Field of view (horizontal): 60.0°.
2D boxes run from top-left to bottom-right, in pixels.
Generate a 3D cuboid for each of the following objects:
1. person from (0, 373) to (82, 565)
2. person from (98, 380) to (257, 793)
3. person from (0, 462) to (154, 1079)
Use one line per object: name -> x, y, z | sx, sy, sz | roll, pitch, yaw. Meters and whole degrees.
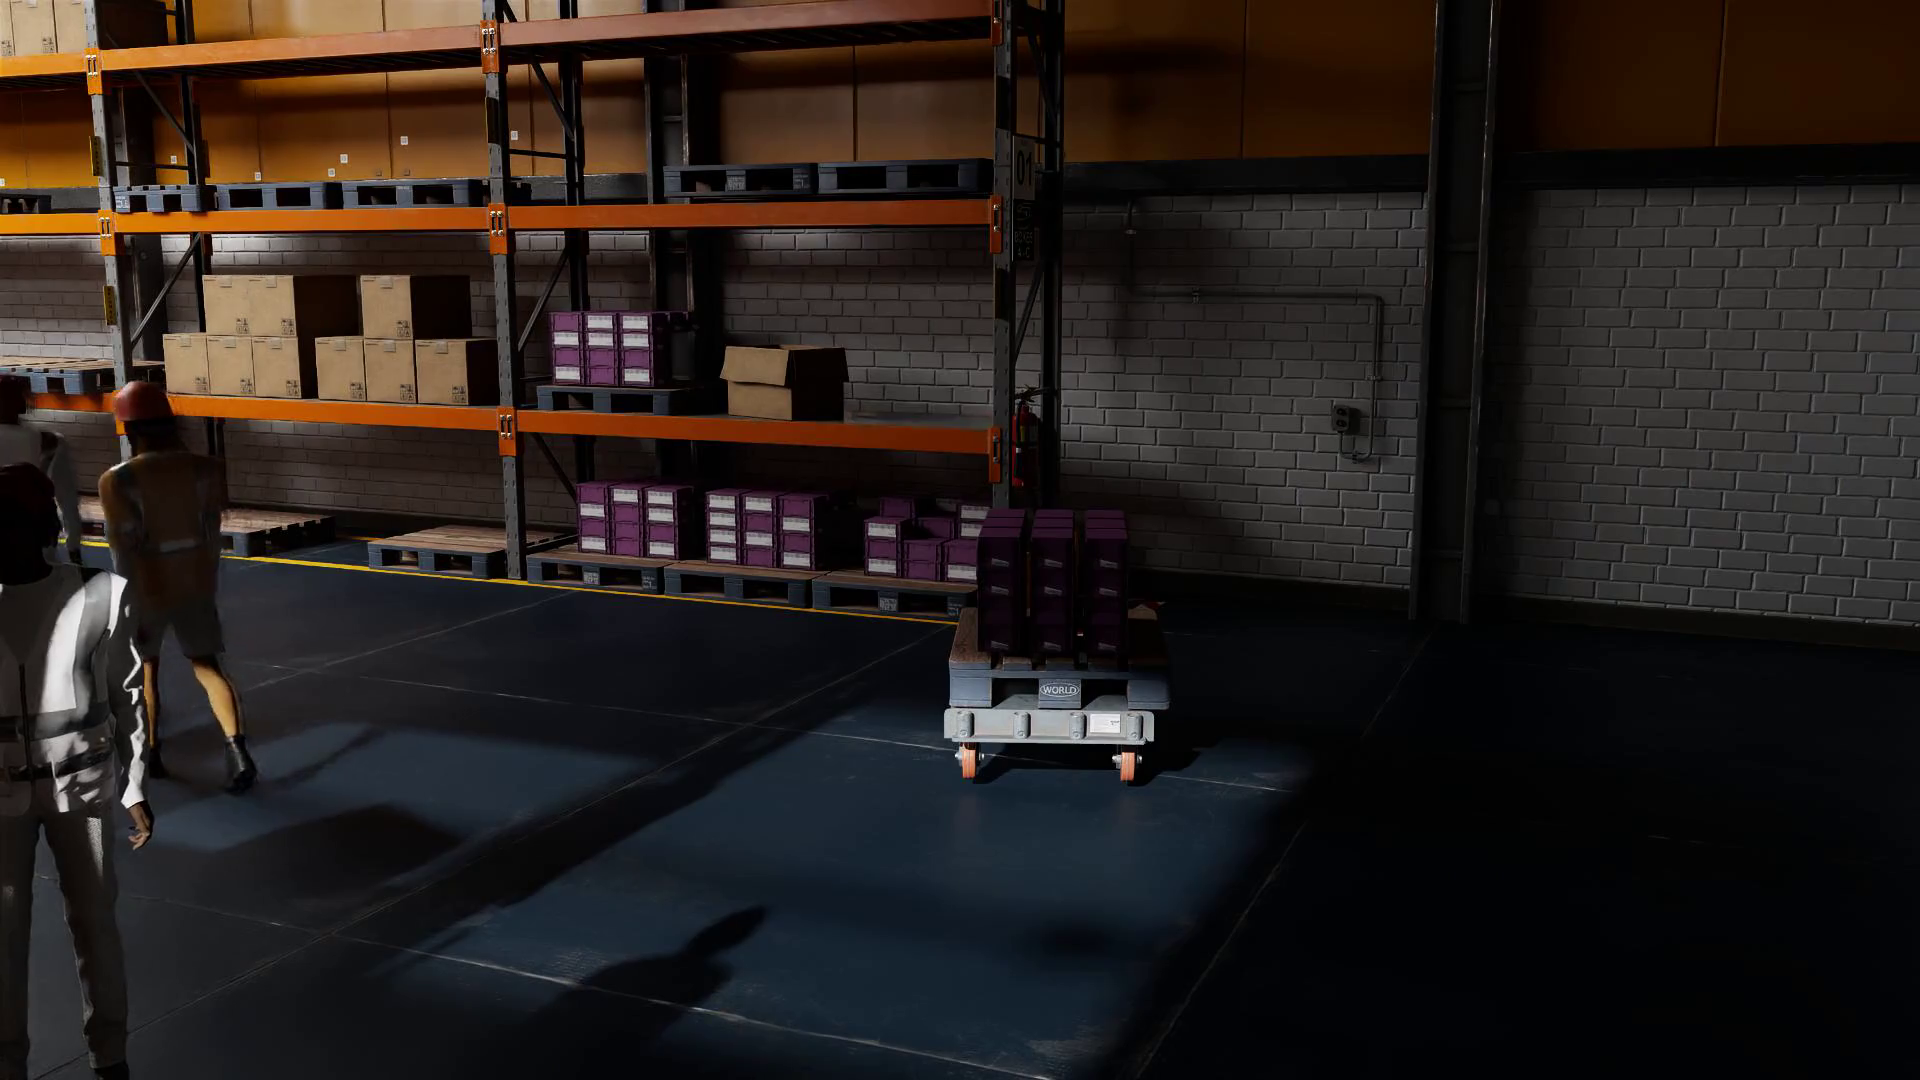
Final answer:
person -> -5.024, 0.027, 8.903 | 0.587, 1.851, 0.931 | -6, 11, -34
person -> -3.590, 0.220, 7.604 | 0.961, 1.904, 0.543 | 9, 13, 44
person -> -2.568, 0.719, 4.638 | 0.578, 1.881, 0.346 | -4, 10, -23
